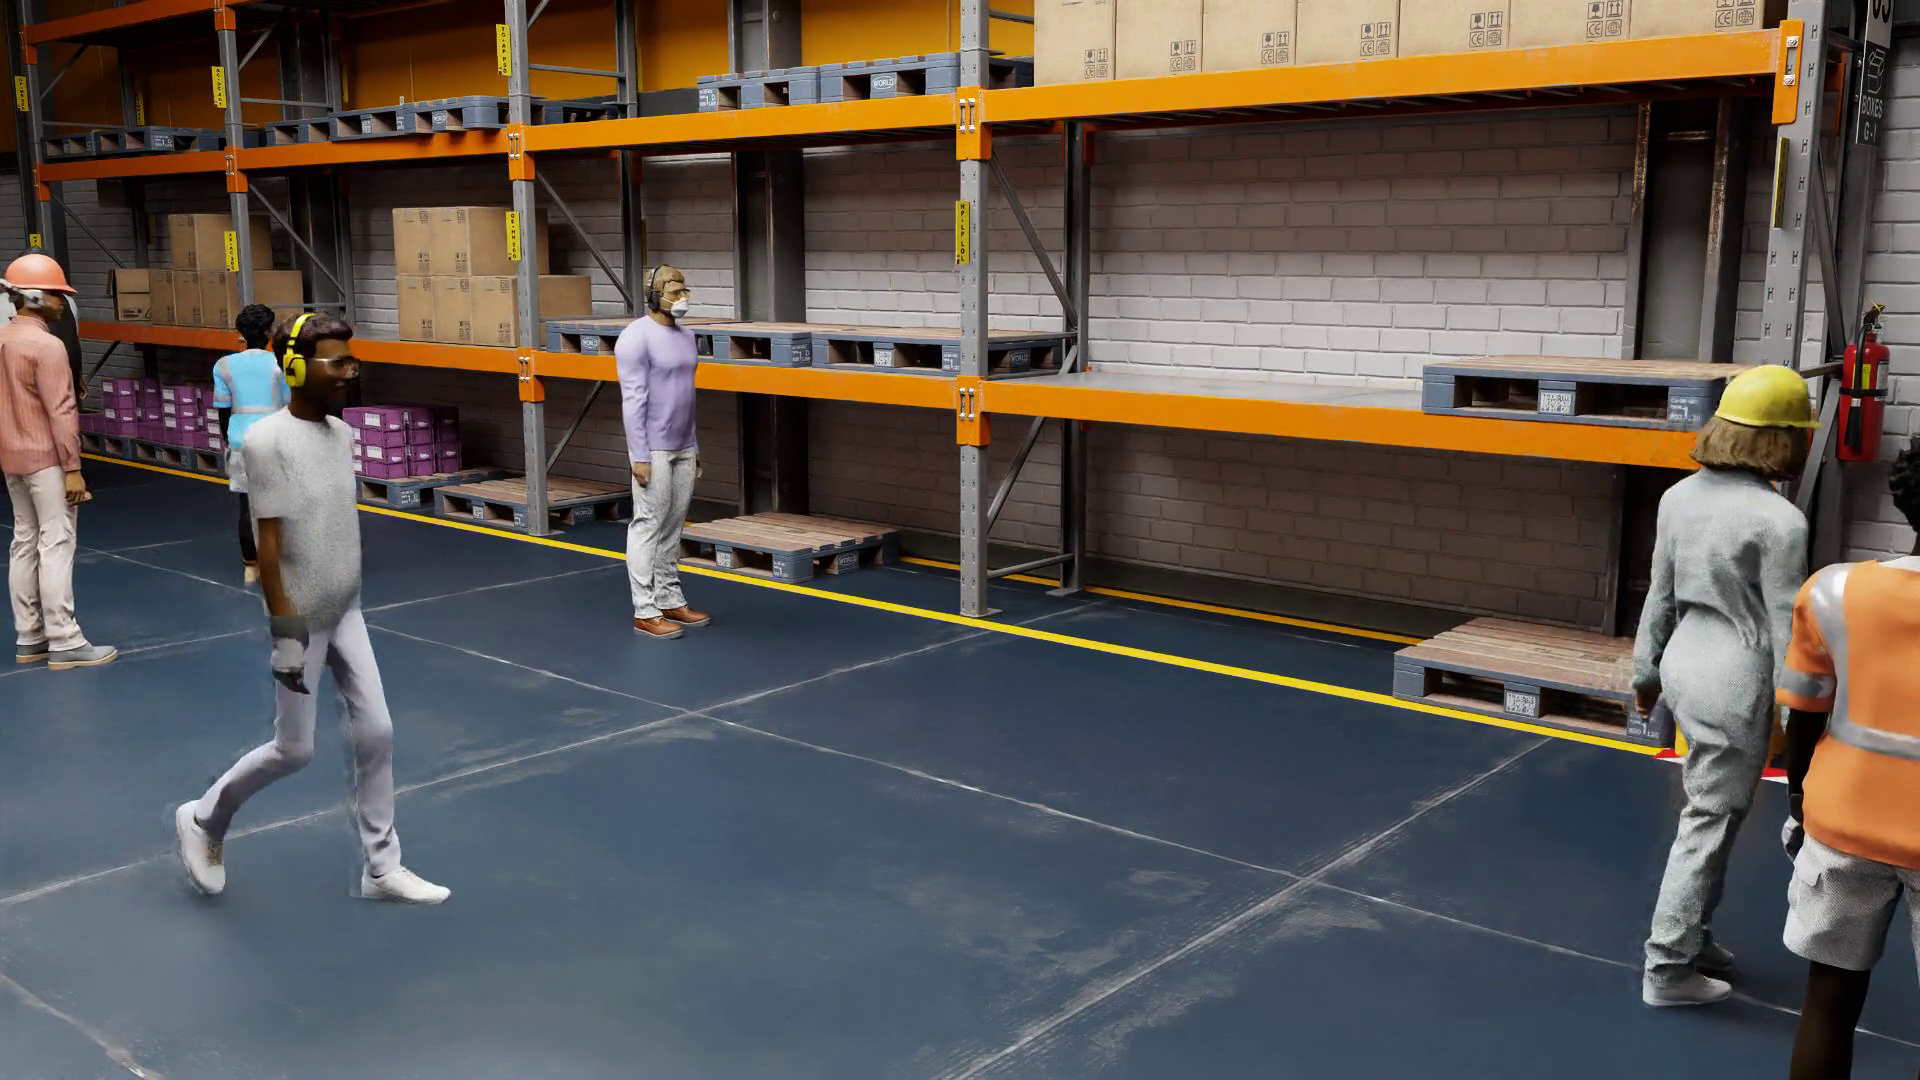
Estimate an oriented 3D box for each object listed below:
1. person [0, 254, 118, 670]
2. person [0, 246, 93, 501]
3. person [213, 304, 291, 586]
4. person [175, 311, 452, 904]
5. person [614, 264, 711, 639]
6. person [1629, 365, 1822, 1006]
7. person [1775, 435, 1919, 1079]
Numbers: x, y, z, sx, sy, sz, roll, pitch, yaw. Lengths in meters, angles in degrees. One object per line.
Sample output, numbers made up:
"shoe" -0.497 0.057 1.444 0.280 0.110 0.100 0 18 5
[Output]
"person" -4.422 -0.374 8.046 0.617 1.990 0.393 7 12 34
"person" -7.207 -1.293 13.141 0.536 2.000 0.676 6 12 33
"person" -4.165 -0.560 9.960 0.533 1.692 0.319 -1 10 -3
"person" -2.025 0.228 5.062 0.797 1.844 0.526 3 10 16
"person" -1.548 -0.467 8.727 0.373 1.941 0.627 4 11 21
"person" 2.066 0.402 4.382 0.541 1.719 0.497 -2 10 -13
"person" 1.905 0.603 3.321 0.317 1.696 0.540 -9 13 -41
